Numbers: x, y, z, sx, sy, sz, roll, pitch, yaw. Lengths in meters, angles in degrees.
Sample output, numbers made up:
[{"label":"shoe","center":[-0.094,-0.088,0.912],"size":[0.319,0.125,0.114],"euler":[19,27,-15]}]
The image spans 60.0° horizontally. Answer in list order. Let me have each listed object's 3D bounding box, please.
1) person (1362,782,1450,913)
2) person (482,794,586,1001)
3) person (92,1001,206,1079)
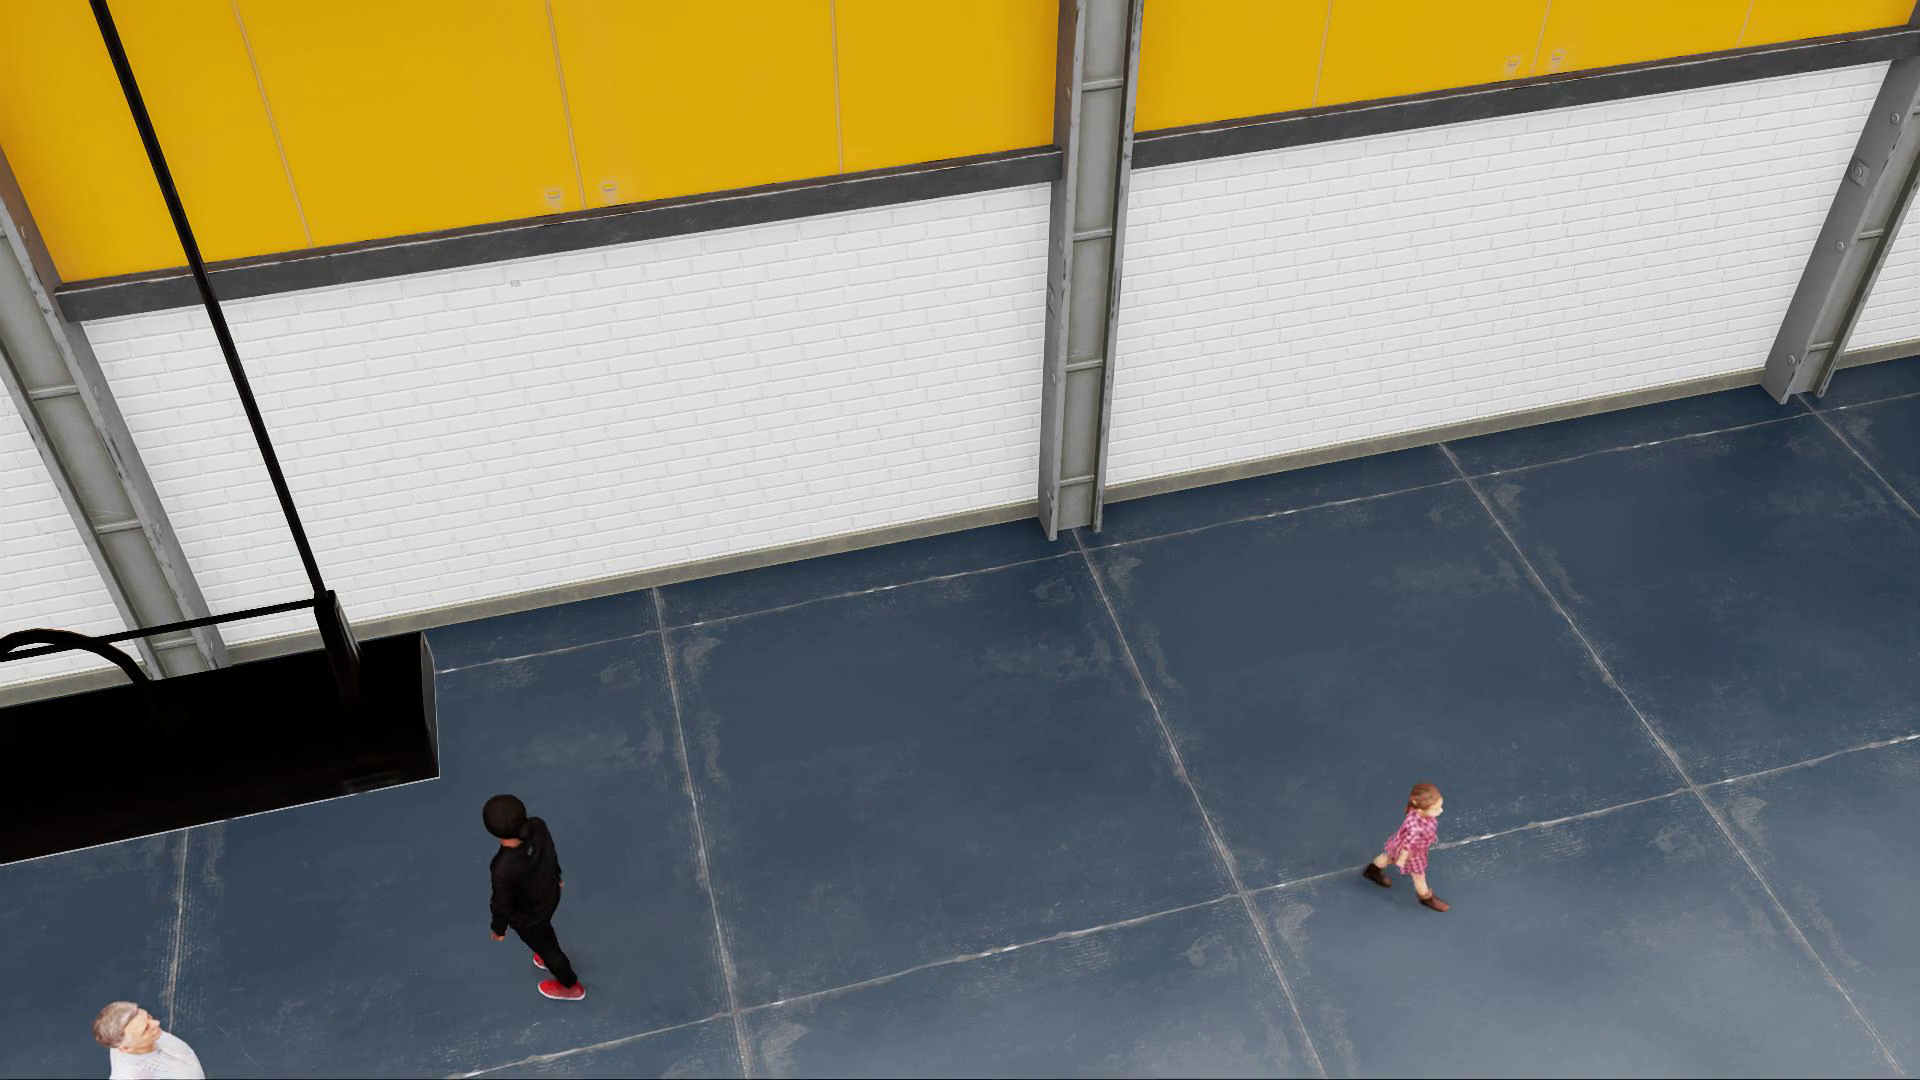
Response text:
[{"label":"person","center":[2.518,1.691,9.419],"size":[0.779,1.000,0.677],"euler":[17,46,17]},{"label":"person","center":[-2.158,1.919,8.700],"size":[0.771,1.662,0.733],"euler":[12,45,12]},{"label":"person","center":[-3.656,2.684,7.782],"size":[0.596,1.820,0.671],"euler":[-15,46,-16]}]
